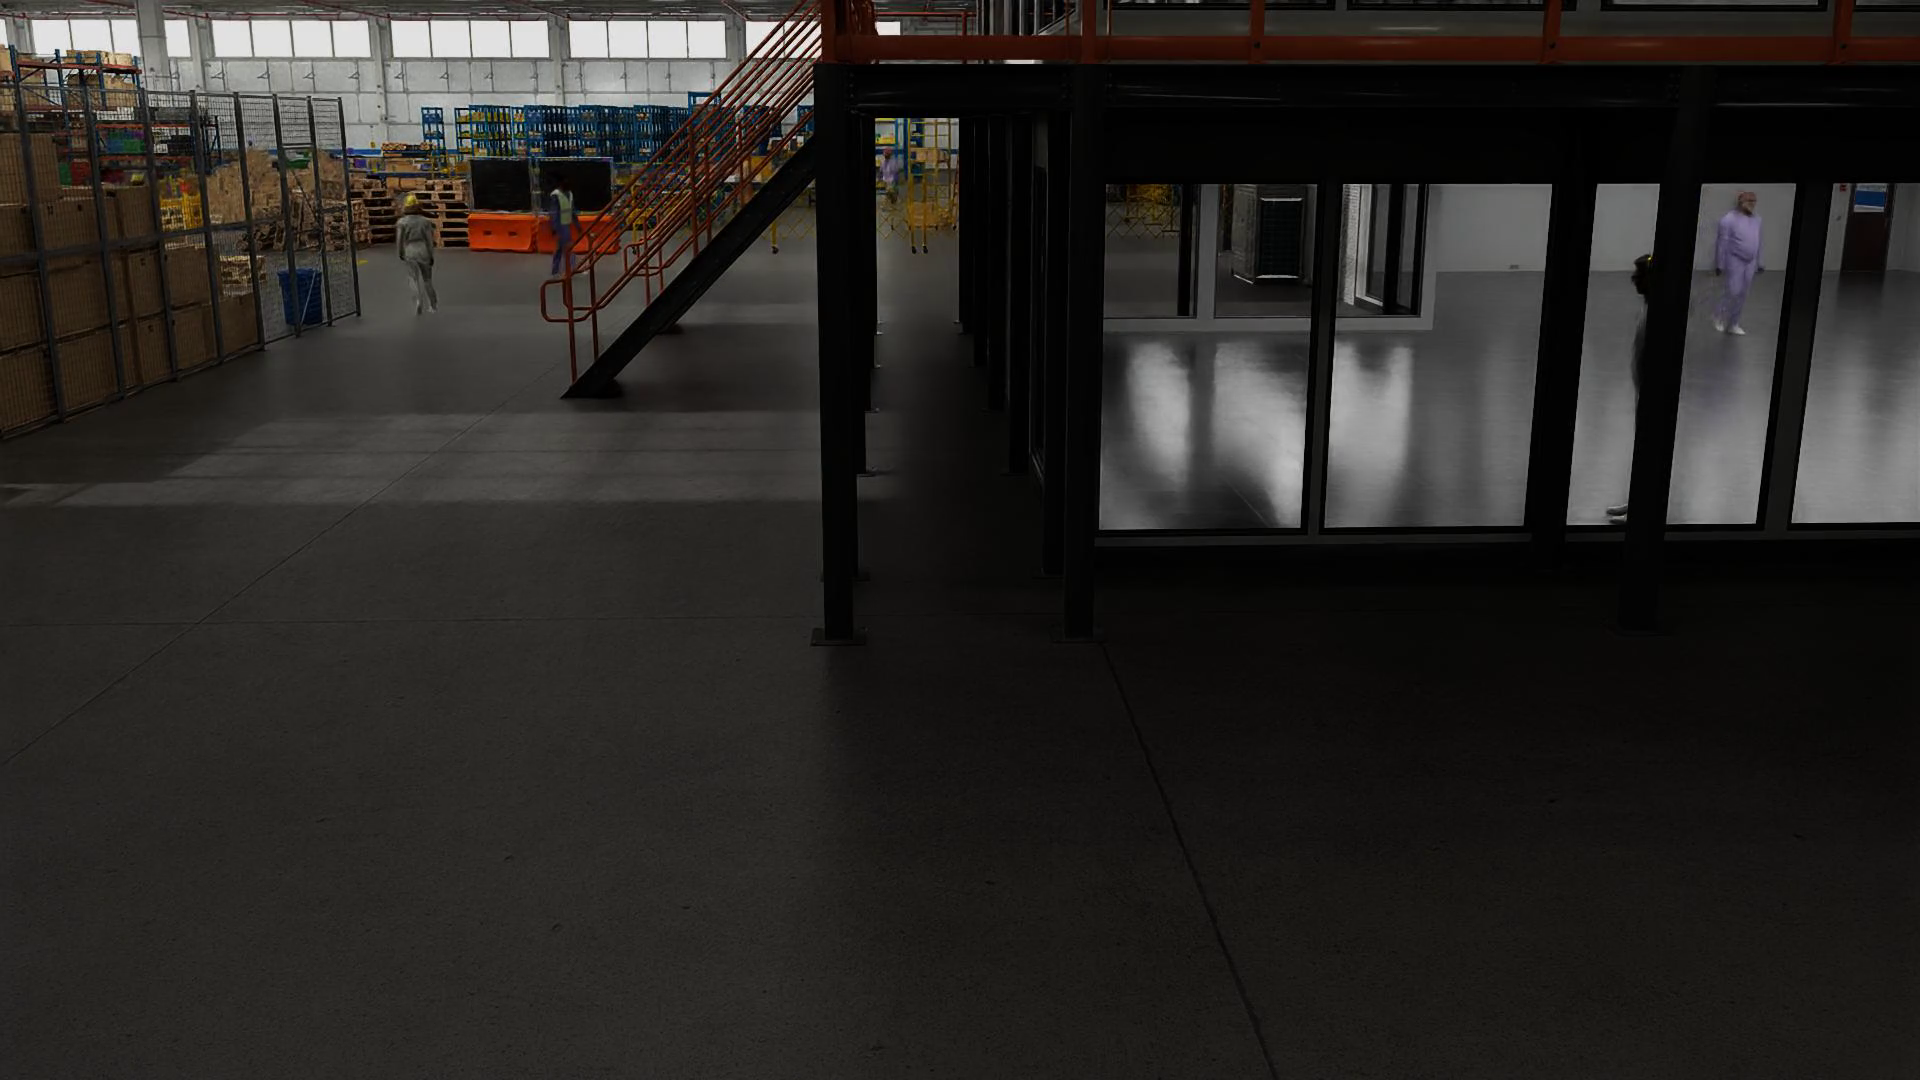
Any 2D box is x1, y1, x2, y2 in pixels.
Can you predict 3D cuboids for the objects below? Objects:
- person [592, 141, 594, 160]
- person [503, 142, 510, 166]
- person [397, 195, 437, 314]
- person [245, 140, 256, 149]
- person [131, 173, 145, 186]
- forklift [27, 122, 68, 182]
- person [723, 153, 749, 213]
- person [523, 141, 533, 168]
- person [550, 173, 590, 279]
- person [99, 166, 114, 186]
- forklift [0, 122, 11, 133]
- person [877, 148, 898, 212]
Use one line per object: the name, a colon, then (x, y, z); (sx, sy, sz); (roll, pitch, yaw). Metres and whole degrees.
person: (-20.491, -21.523, 93.471); (0.394, 1.837, 0.563); (12, 19, 40)
person: (-24.345, -20.450, 89.215); (0.591, 1.822, 0.404); (11, 18, 38)
person: (-7.940, -4.158, 24.303); (0.499, 1.719, 0.517); (-8, 16, -28)
person: (-37.287, -20.060, 87.510); (0.991, 1.905, 0.616); (10, 17, 36)
person: (-16.547, -6.525, 33.673); (0.313, 1.769, 0.525); (-10, 17, -34)
forklift: (-35.376, -14.773, 64.377); (1.129, 2.768, 1.873); (-1, 14, -2)
person: (-6.945, -11.230, 52.297); (1.006, 1.865, 0.667); (1, 14, 2)
person: (-21.448, -18.899, 82.735); (0.693, 1.965, 0.611); (-6, 15, -24)
person: (-7.014, -5.638, 29.895); (0.960, 1.871, 0.608); (3, 14, 12)
person: (-16.566, -6.257, 32.215); (0.426, 1.950, 0.639); (1, 14, 4)
forklift: (-38.351, -15.301, 66.489); (1.129, 2.768, 1.873); (-1, 14, -3)
person: (-2.308, -11.409, 52.751); (0.617, 1.979, 1.115); (9, 17, 32)
